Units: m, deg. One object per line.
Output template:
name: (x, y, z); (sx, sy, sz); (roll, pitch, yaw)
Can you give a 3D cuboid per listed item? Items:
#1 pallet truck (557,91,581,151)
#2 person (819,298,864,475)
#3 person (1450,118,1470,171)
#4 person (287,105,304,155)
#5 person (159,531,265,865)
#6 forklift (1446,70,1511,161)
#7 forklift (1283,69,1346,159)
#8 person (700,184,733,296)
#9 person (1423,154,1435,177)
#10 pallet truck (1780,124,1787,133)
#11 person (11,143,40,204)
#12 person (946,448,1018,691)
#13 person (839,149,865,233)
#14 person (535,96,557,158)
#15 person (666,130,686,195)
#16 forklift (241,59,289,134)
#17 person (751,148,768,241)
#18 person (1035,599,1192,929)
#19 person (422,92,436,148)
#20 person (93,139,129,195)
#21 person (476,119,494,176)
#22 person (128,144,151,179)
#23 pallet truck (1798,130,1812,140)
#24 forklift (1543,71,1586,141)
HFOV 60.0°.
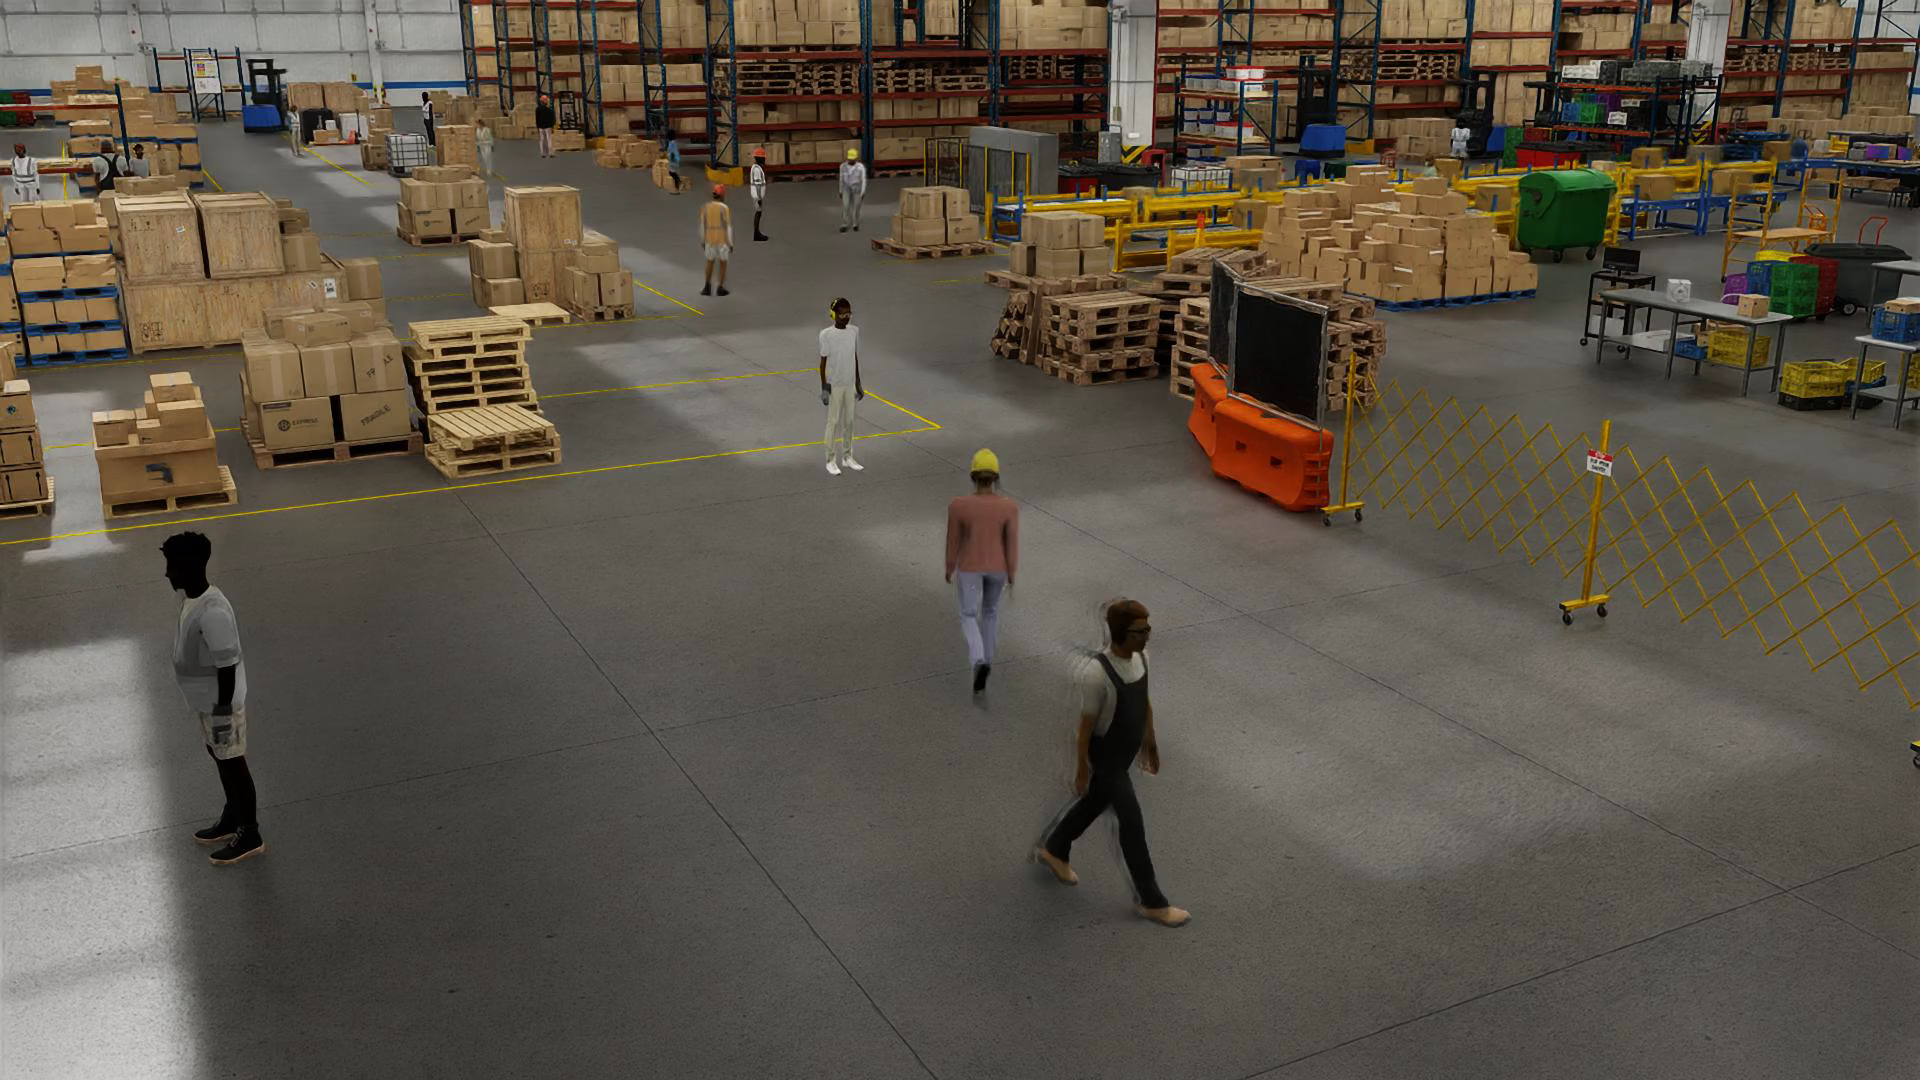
pallet truck: (-13.495, -14.412, 57.188); (0.823, 1.965, 1.885); (-3, 18, -9)
person: (-1.238, -1.624, 17.533); (0.536, 1.866, 0.314); (-14, 23, -38)
person: (14.462, -11.367, 48.179); (0.532, 1.697, 0.320); (5, 19, 16)
person: (-22.168, -13.669, 55.455); (0.311, 1.636, 0.523); (7, 19, 20)
person: (-4.286, 0.891, 9.531); (0.363, 1.965, 0.610); (-13, 22, -34)
forklift: (16.729, -13.664, 53.433); (1.873, 2.768, 1.129); (-9, 20, -26)
forklift: (11.615, -13.871, 54.079); (1.129, 2.768, 1.873); (-9, 20, -27)
person: (-4.171, -5.088, 28.313); (0.682, 1.900, 0.368); (5, 18, 14)
person: (10.581, -7.949, 37.696); (0.840, 1.576, 0.559); (-3, 18, -9)
pallet truck: (25.206, -12.542, 52.601); (1.601, 1.201, 0.680); (0, 18, -2)
person: (-20.758, -7.874, 37.011); (0.574, 1.876, 0.356); (1, 18, 2)
person: (0.174, 0.216, 11.980); (0.522, 1.747, 0.694); (-4, 18, -12)
person: (-2.379, -7.599, 36.284); (0.613, 1.784, 0.875); (3, 18, 8)
person: (-13.527, -13.470, 54.262); (0.613, 1.991, 0.391); (5, 18, 15)
person: (-7.521, -9.953, 43.802); (0.395, 1.674, 0.614); (-2, 18, -5)
forklift: (-27.116, -17.292, 64.742); (1.129, 2.768, 1.873); (2, 18, 5)
person: (-4.218, -7.280, 35.076); (0.384, 1.929, 0.539); (-3, 18, -9)
person: (0.815, 1.150, 9.013); (1.008, 1.797, 0.522); (13, 22, 35)
person: (-18.660, -14.762, 58.425); (0.396, 1.911, 0.588); (-15, 23, -39)
person: (-18.487, -7.722, 36.262); (0.700, 2.000, 0.535); (-16, 24, -41)
person: (-13.928, -11.465, 48.608); (0.536, 1.611, 0.579); (8, 20, 24)
person: (-18.100, -7.828, 36.865); (0.328, 1.874, 0.517); (11, 21, 31)
pallet truck: (25.526, -11.556, 49.408); (1.630, 1.274, 0.653); (-9, 20, -26)
forklift: (18.685, -13.231, 52.085); (1.873, 2.768, 1.129); (-9, 20, -26)
